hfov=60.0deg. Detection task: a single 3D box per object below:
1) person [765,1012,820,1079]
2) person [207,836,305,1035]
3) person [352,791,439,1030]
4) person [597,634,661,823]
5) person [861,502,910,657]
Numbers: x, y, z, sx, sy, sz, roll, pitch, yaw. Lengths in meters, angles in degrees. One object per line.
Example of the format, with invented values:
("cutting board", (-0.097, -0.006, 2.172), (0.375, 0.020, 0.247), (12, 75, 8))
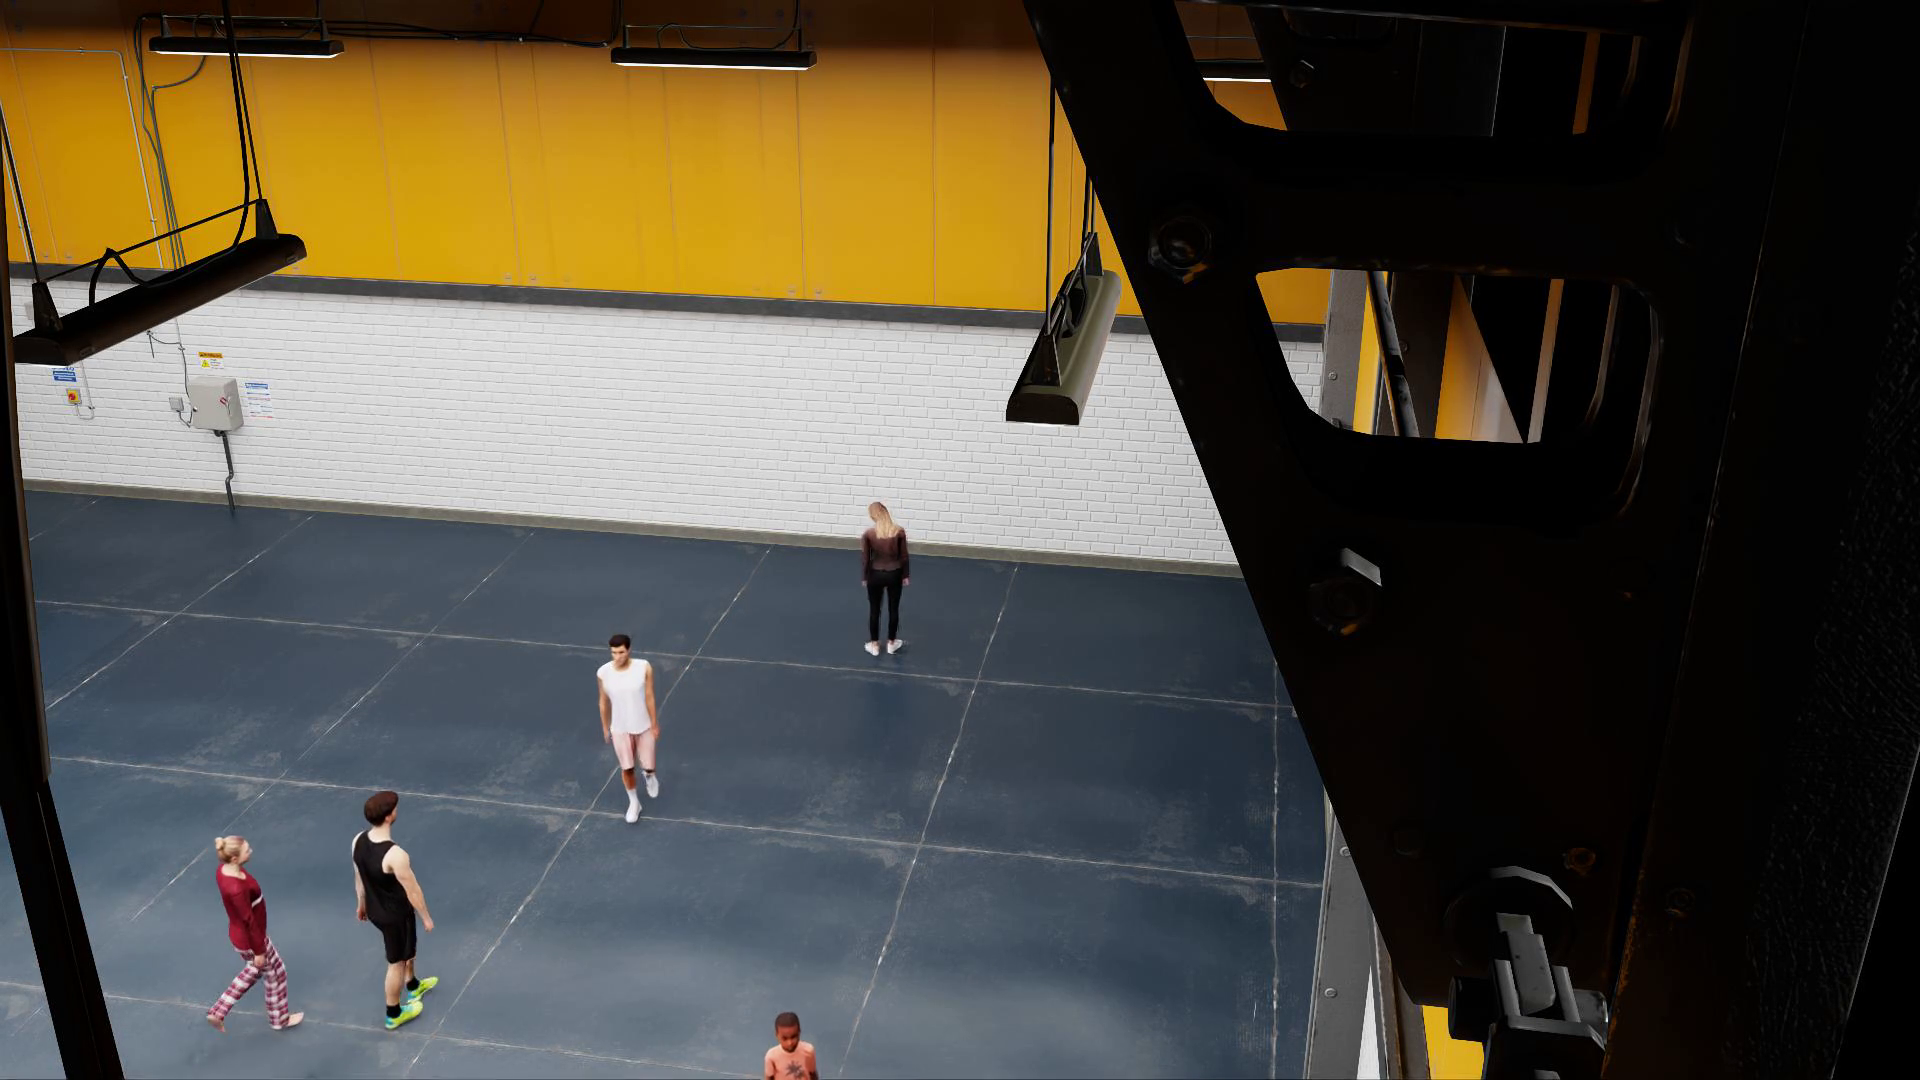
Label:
("person", (-1.072, 3.516, 10.578), (0.737, 1.282, 0.925), (-7, 24, -15))
("person", (-5.075, 2.804, 11.709), (0.984, 1.681, 0.908), (-18, 29, -35))
("person", (-4.097, 2.667, 11.781), (0.874, 1.875, 0.918), (15, 28, 31))
("person", (-2.831, 1.566, 14.431), (0.755, 1.770, 0.859), (-1, 24, -3))
("person", (-0.770, 0.387, 17.219), (0.692, 1.697, 0.620), (4, 24, 9))
